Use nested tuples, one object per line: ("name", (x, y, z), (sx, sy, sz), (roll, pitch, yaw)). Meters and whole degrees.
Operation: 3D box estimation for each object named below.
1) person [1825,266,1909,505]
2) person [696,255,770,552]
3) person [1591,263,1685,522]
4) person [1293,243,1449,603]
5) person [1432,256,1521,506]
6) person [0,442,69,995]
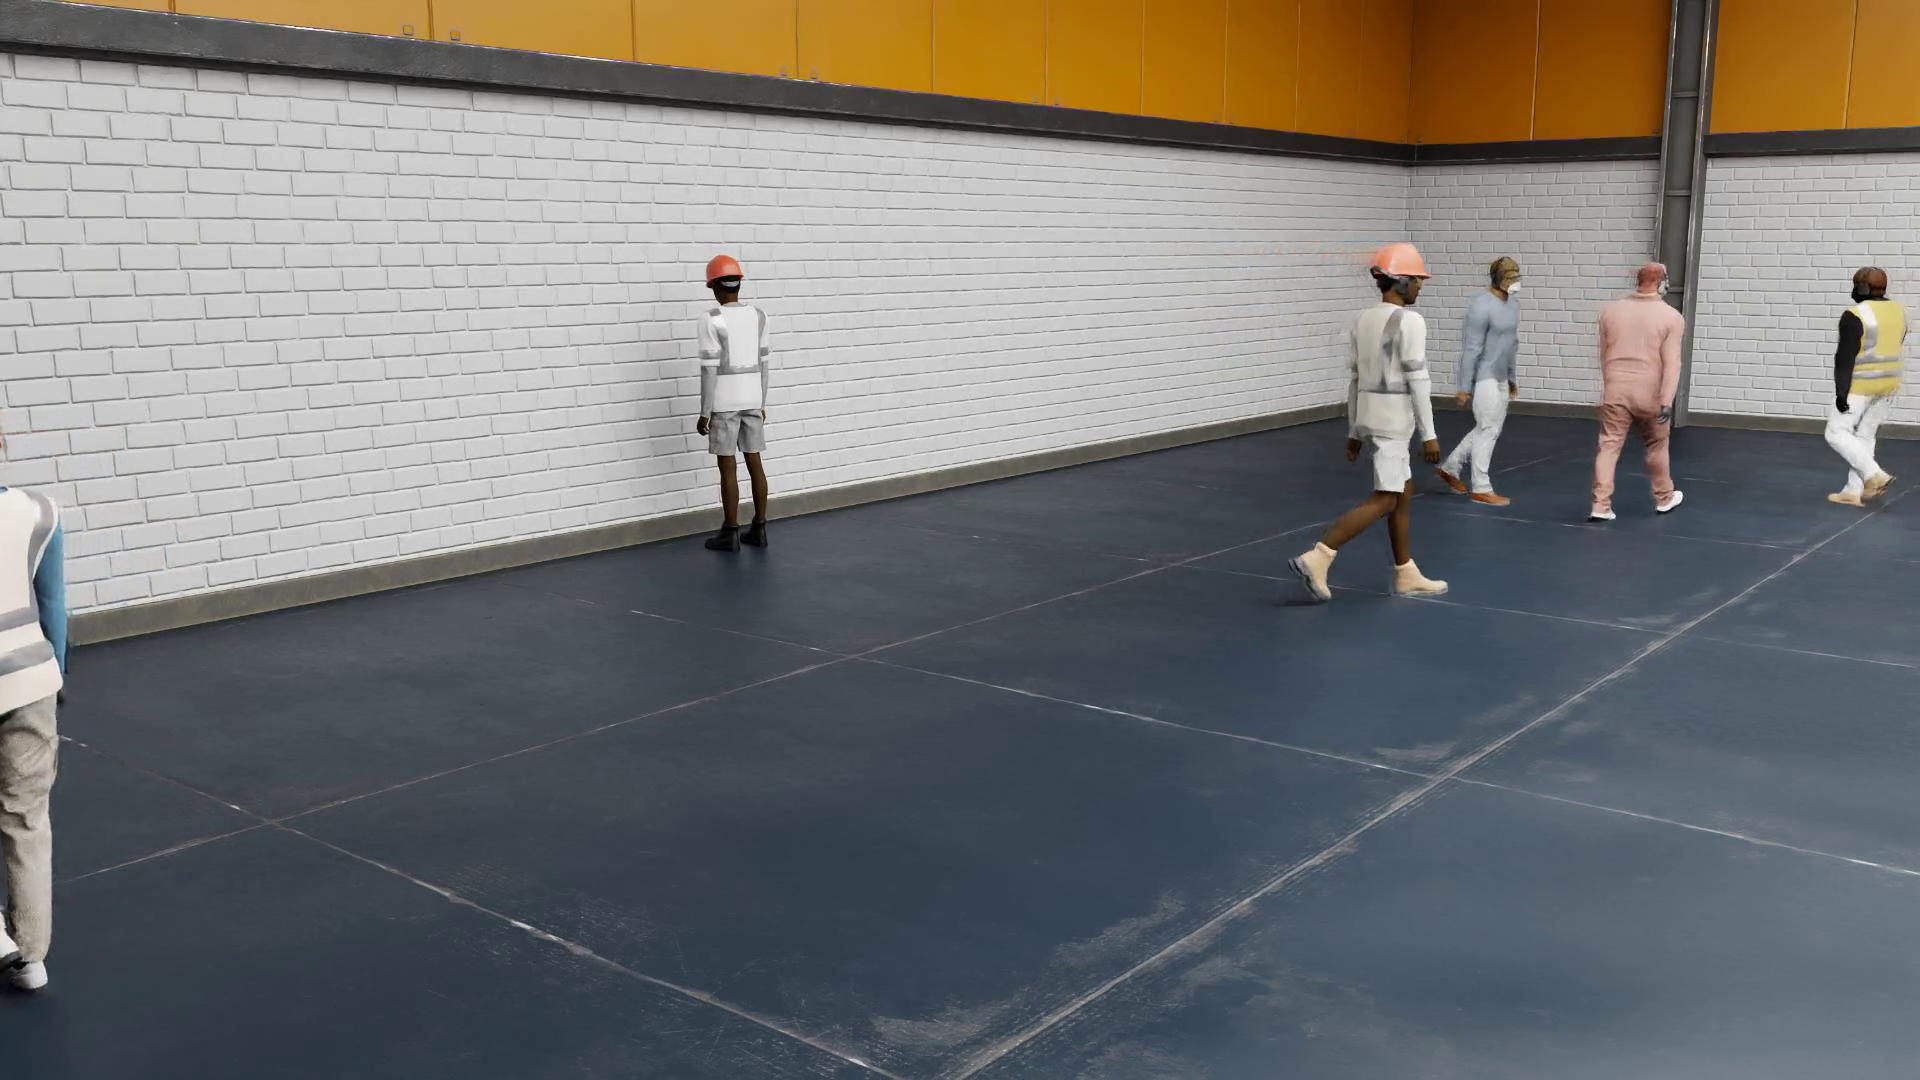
("person", (6.856, -1.138, 12.546), (0.638, 1.832, 0.536), (-4, 11, -22))
("person", (-1.494, -0.886, 10.859), (0.542, 1.927, 0.382), (-10, 14, -43))
("person", (4.947, -1.069, 12.076), (0.654, 1.855, 0.986), (10, 14, 44))
("person", (2.315, -0.639, 9.281), (0.937, 2.017, 0.625), (-2, 10, -12))
("person", (3.973, -1.225, 12.818), (0.687, 1.910, 0.649), (9, 14, 41))
("person", (-2.605, 0.425, 4.417), (0.376, 1.623, 0.526), (7, 12, 34))
